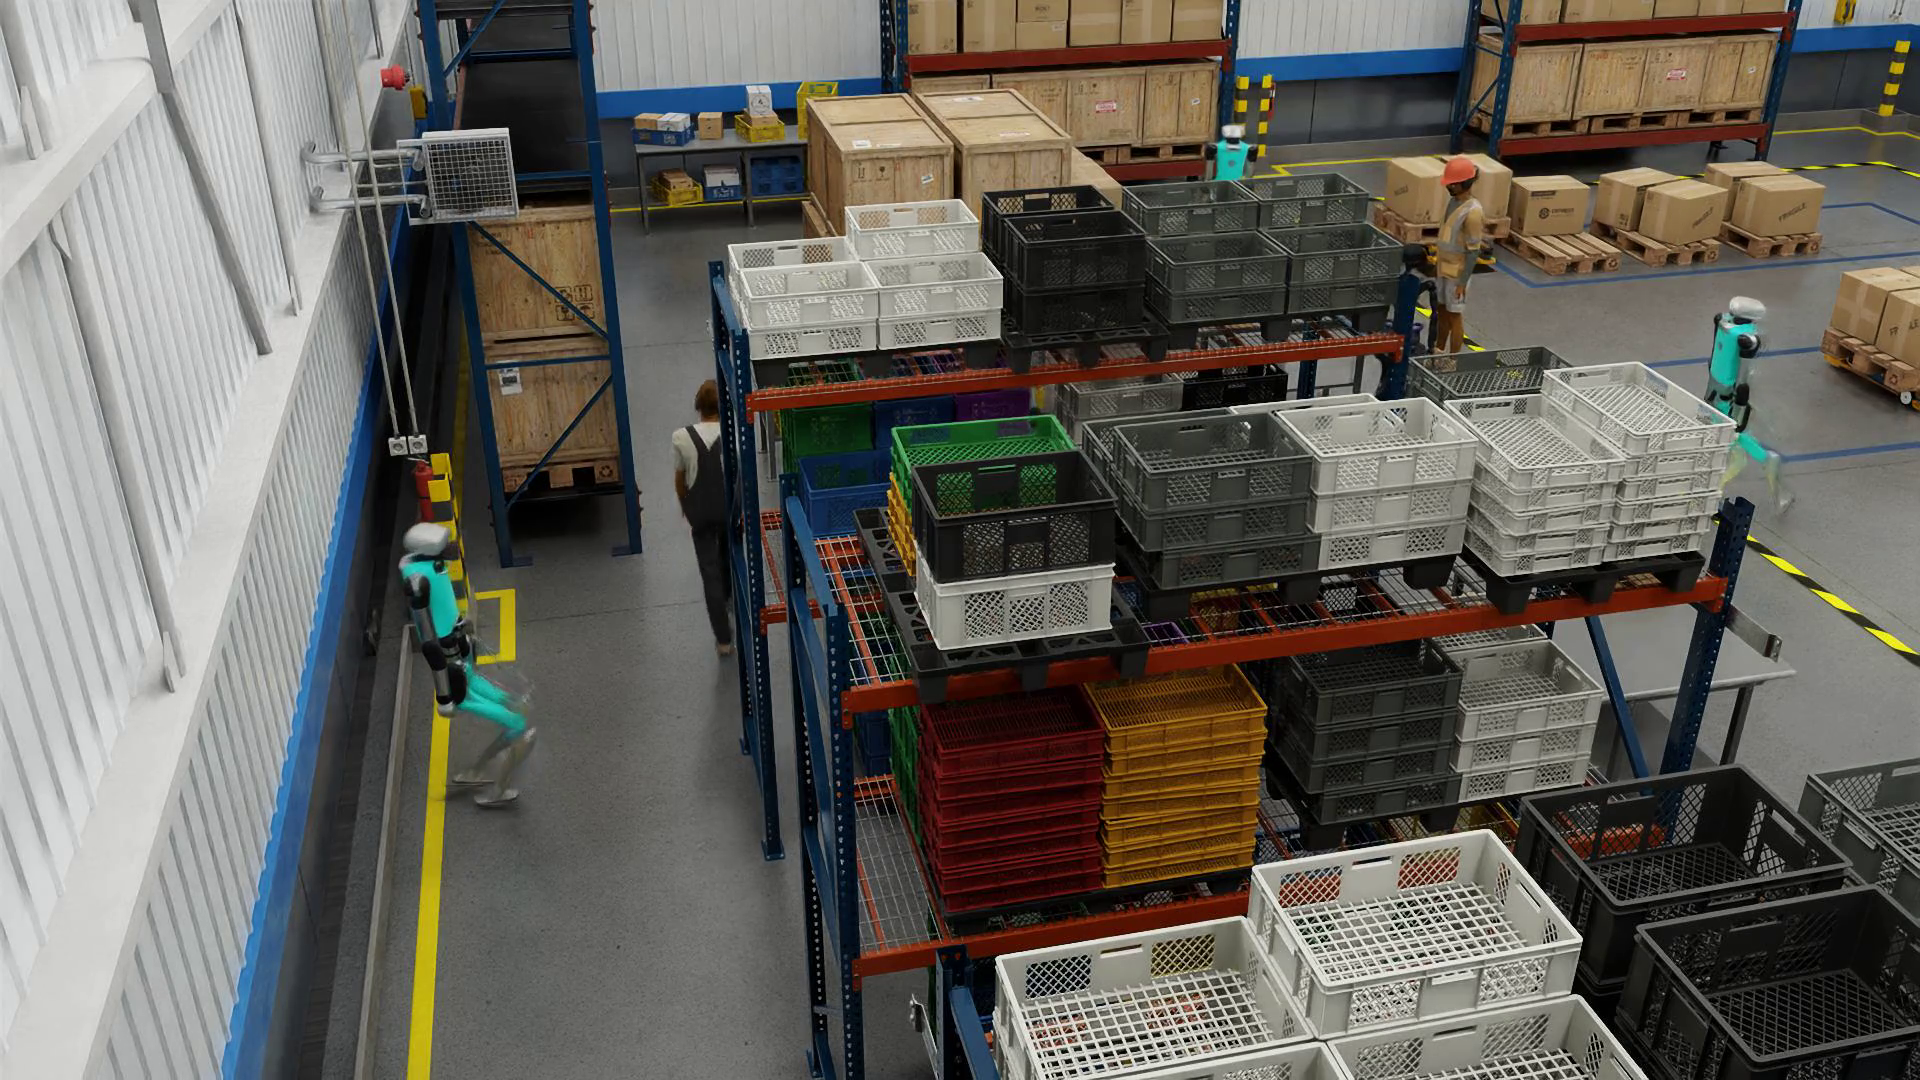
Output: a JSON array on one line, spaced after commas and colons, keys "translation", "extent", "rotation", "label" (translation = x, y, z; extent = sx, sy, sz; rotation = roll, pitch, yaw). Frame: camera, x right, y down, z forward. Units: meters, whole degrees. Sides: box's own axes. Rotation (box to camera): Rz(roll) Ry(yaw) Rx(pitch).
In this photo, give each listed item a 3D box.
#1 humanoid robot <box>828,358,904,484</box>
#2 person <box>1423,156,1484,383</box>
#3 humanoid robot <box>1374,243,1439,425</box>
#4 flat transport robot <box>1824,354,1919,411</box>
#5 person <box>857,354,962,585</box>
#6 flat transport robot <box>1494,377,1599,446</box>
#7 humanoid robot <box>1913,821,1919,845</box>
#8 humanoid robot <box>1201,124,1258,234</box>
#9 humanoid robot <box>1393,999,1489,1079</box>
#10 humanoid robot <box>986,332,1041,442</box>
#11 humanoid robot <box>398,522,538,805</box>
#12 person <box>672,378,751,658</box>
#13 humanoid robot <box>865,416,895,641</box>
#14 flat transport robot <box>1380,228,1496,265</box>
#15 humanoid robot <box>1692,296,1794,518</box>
[{"translation": [-0.739, -0.553, 11.581], "extent": [0.530, 1.846, 0.726], "rotation": [21, 34, 34], "label": "humanoid robot"}, {"translation": [4.318, -2.379, 14.672], "extent": [0.405, 2.031, 0.607], "rotation": [-4, 28, -7], "label": "person"}, {"translation": [3.626, -1.634, 13.632], "extent": [0.589, 1.644, 0.335], "rotation": [15, 31, 27], "label": "humanoid robot"}, {"translation": [8.473, -1.467, 14.800], "extent": [0.652, 0.197, 1.431], "rotation": [-6, 28, -12], "label": "flat transport robot"}, {"translation": [-0.390, -0.480, 11.218], "extent": [0.957, 1.901, 0.538], "rotation": [2, 28, 4], "label": "person"}, {"translation": [4.780, -1.036, 14.013], "extent": [0.659, 0.231, 1.431], "rotation": [-6, 28, -12], "label": "flat transport robot"}, {"translation": [4.477, 1.705, 7.289], "extent": [1.043, 1.762, 0.553], "rotation": [-6, 28, -12], "label": "humanoid robot"}, {"translation": [2.711, -3.447, 17.064], "extent": [0.533, 1.771, 1.030], "rotation": [2, 28, 3], "label": "humanoid robot"}, {"translation": [1.768, 2.243, 6.280], "extent": [0.533, 1.645, 0.599], "rotation": [-12, 30, -22], "label": "humanoid robot"}, {"translation": [0.596, -0.788, 12.004], "extent": [0.974, 1.738, 0.532], "rotation": [-18, 33, -30], "label": "humanoid robot"}, {"translation": [-2.588, 0.679, 9.071], "extent": [0.731, 1.699, 0.530], "rotation": [-3, 28, -5], "label": "humanoid robot"}, {"translation": [-1.581, -0.195, 10.786], "extent": [0.506, 1.786, 0.954], "rotation": [-4, 28, -7], "label": "person"}, {"translation": [-0.548, -0.075, 10.696], "extent": [0.356, 1.644, 0.612], "rotation": [-25, 36, -38], "label": "humanoid robot"}, {"translation": [5.256, -3.324, 18.323], "extent": [0.652, 0.197, 1.431], "rotation": [-6, 28, -12], "label": "flat transport robot"}, {"translation": [5.927, -0.938, 12.296], "extent": [0.906, 1.798, 0.559], "rotation": [-1, 28, -2], "label": "humanoid robot"}]
